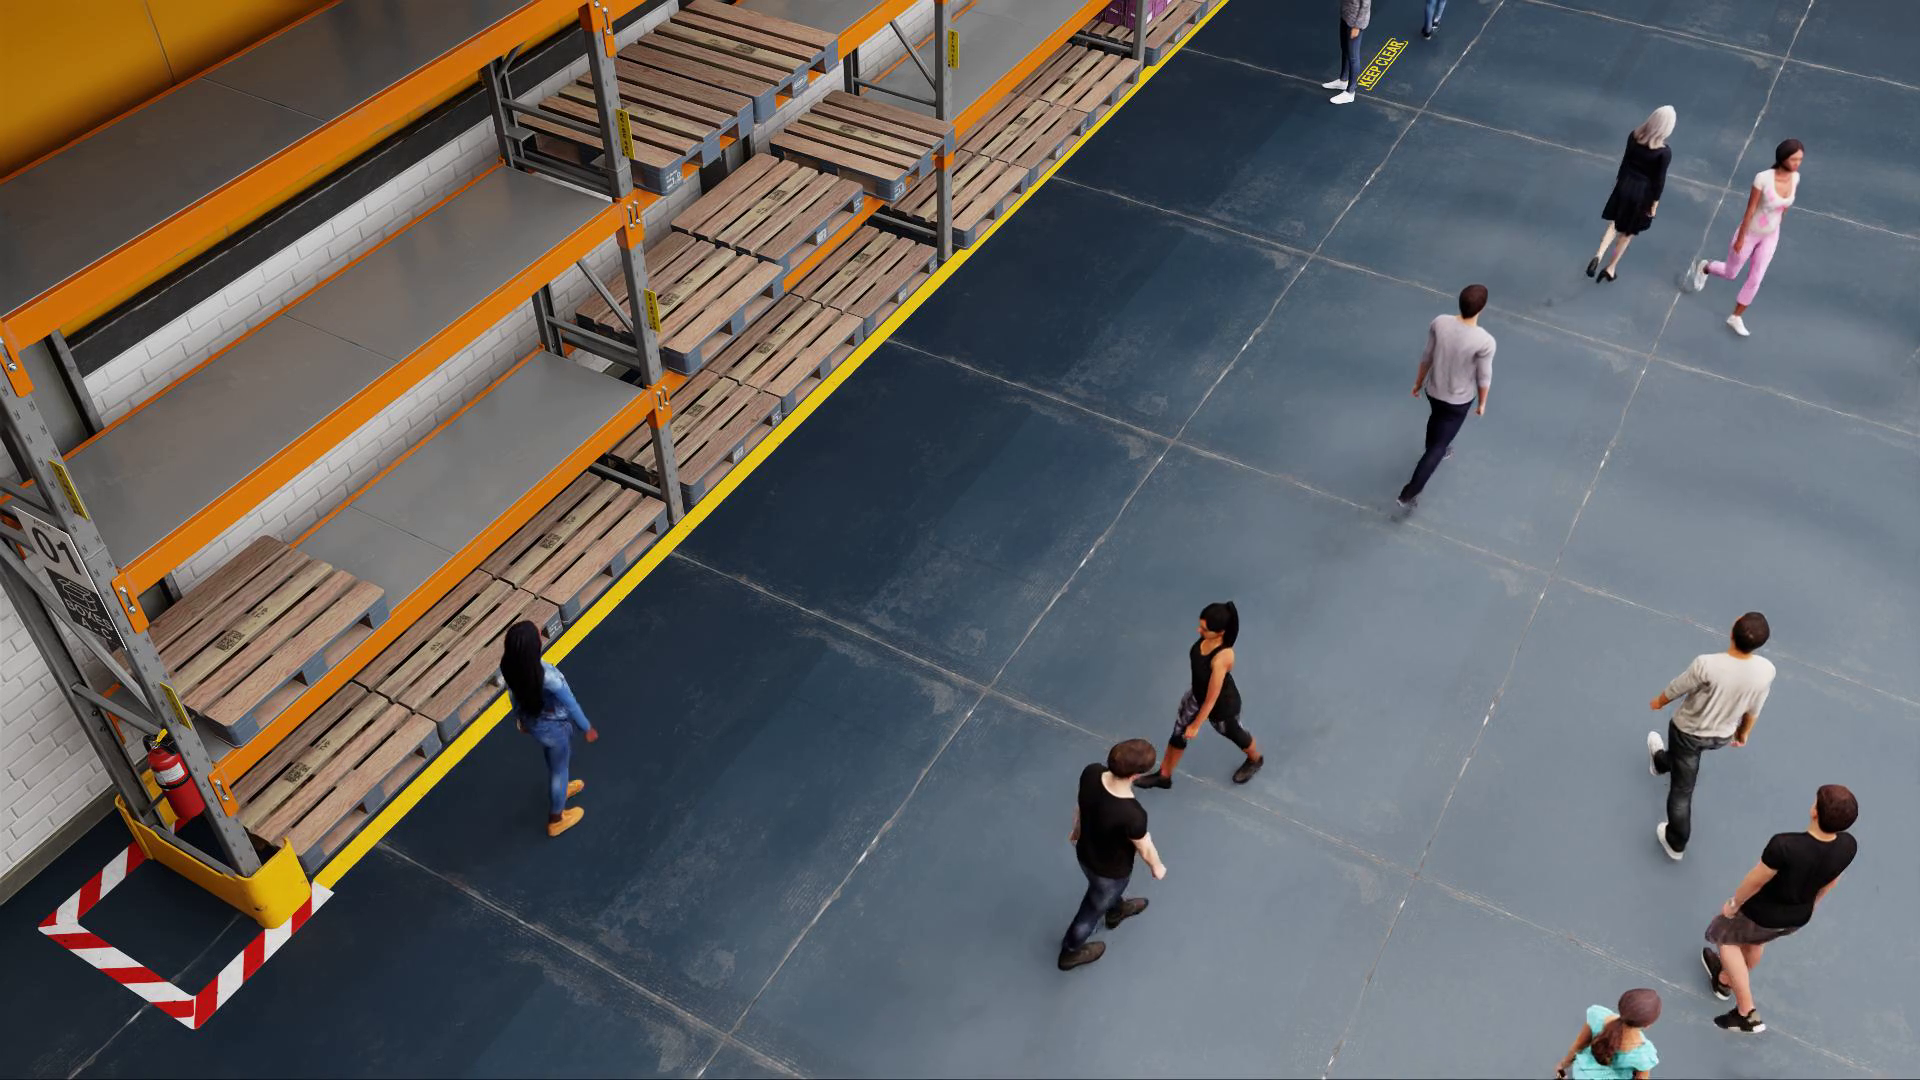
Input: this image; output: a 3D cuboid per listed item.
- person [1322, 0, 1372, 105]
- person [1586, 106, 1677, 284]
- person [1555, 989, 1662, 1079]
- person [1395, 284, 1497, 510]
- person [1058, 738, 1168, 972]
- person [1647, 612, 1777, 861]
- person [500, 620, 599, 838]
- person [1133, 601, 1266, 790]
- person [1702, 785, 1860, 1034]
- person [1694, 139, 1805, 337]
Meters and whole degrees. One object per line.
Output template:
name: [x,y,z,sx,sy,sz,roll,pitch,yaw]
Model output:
person: [3.923,-5.209,16.520,0.750,1.733,0.648,-3,44,-3]
person: [5.639,-2.864,14.056,0.882,1.736,0.809,-25,49,-24]
person: [3.146,2.750,8.323,1.126,1.515,0.901,-22,48,-22]
person: [3.492,-1.012,12.063,1.252,1.804,0.890,-34,53,-31]
person: [0.719,1.783,9.082,1.049,1.868,0.938,-19,47,-19]
person: [4.395,1.179,9.786,1.030,1.772,1.221,-1,44,-1]
person: [-2.512,1.168,9.853,0.660,1.696,0.699,30,51,28]
person: [1.630,0.957,10.122,1.122,1.631,1.083,-9,44,-10]
person: [4.366,2.013,8.859,0.956,1.843,1.039,-6,44,-6]
person: [6.525,-2.555,13.742,0.937,1.722,1.038,-8,44,-8]
